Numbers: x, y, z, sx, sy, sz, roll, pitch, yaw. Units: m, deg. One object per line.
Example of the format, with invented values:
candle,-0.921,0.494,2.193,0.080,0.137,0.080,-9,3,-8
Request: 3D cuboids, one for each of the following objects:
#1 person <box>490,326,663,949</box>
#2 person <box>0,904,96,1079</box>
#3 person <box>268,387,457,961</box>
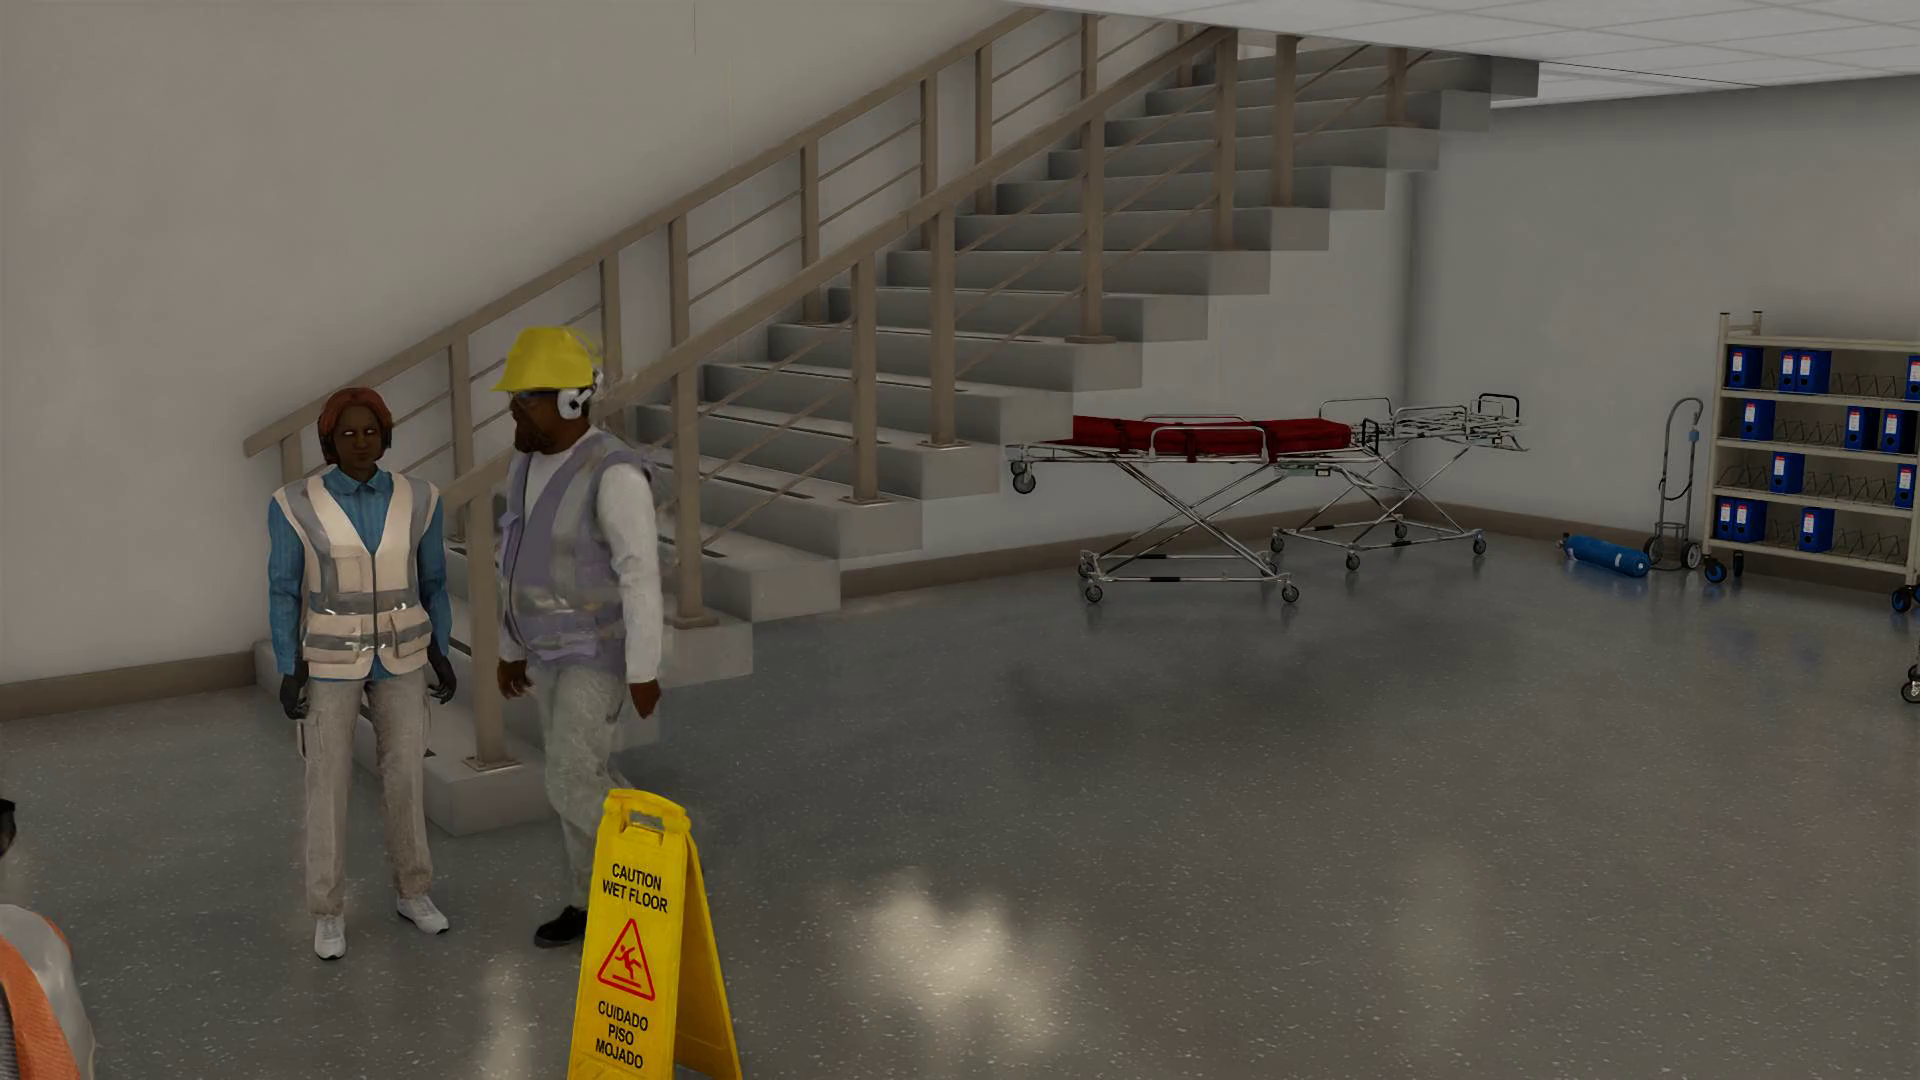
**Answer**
person,-1.094,0.304,4.743,0.423,1.821,0.600,-8,13,-39
person,-0.949,0.921,1.528,0.318,1.695,0.539,1,10,4
person,-1.726,0.374,4.836,0.514,1.642,0.311,-7,12,-35
